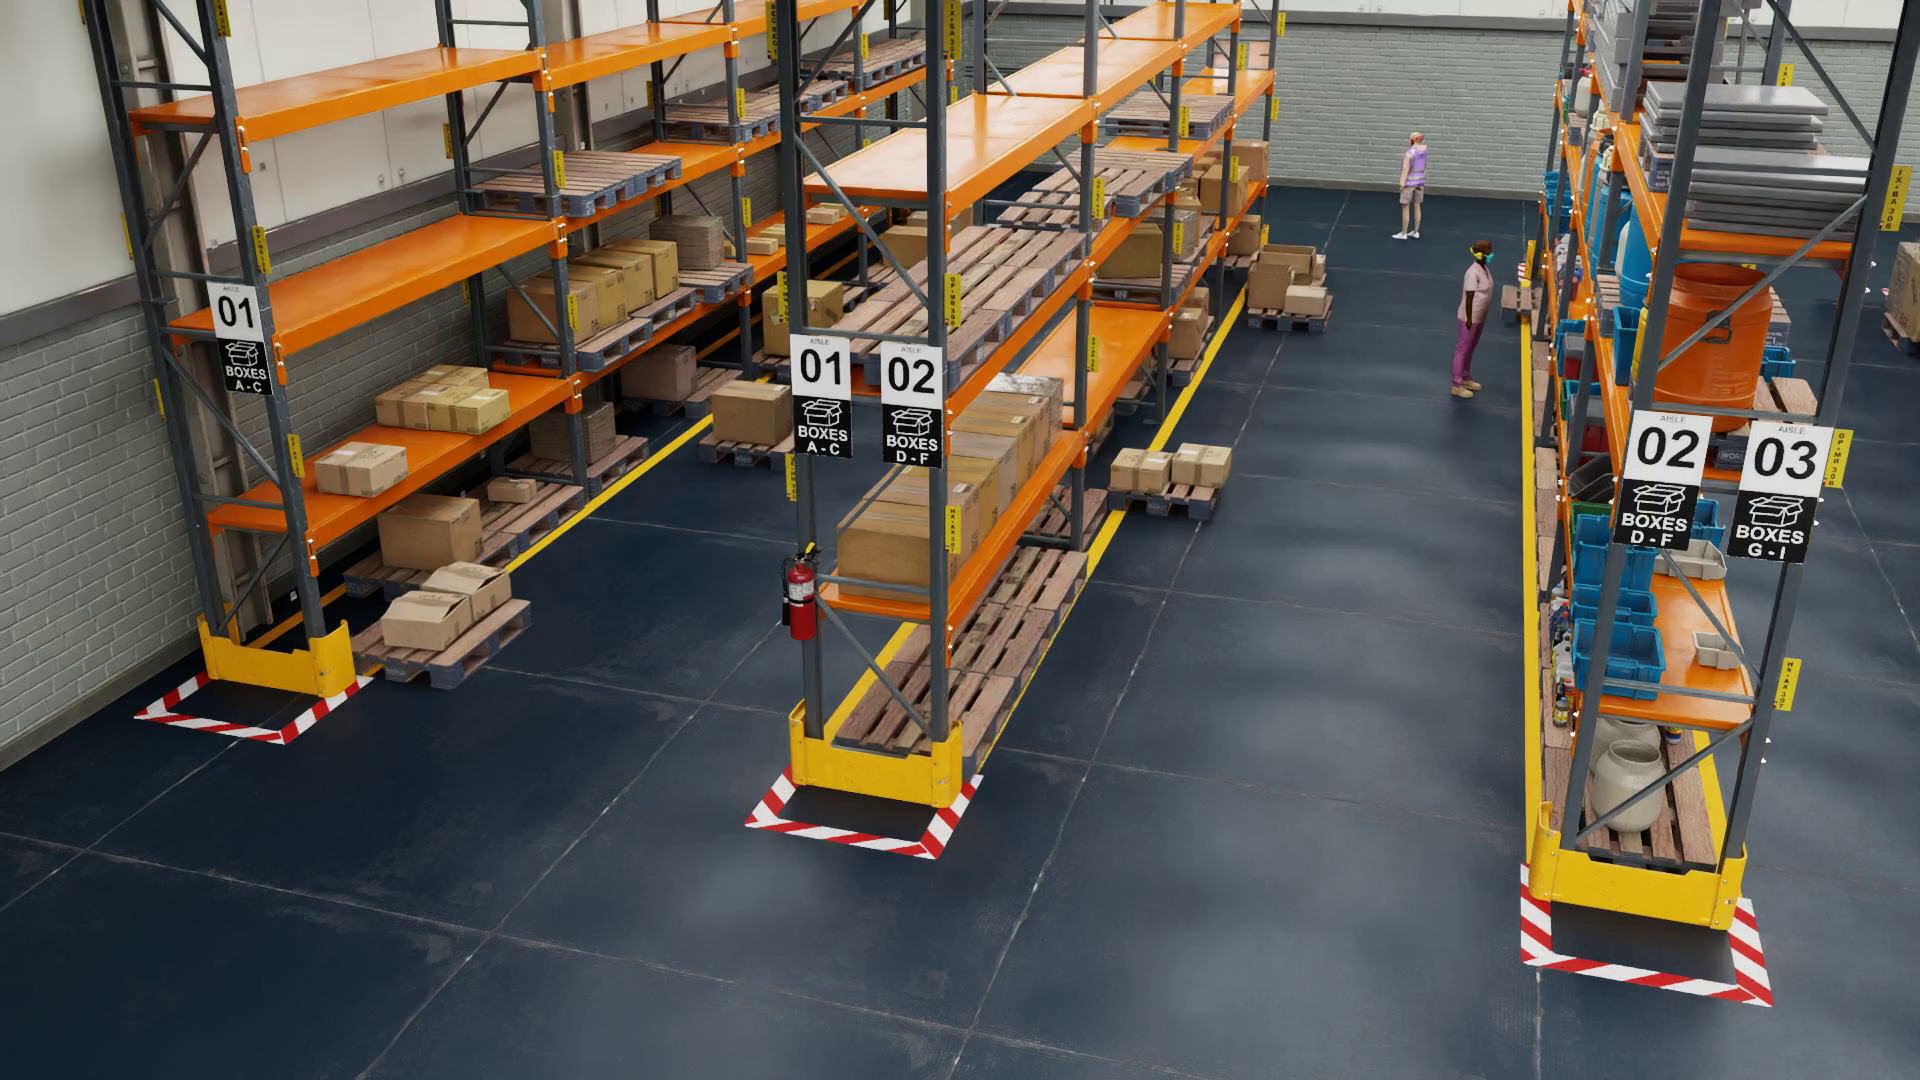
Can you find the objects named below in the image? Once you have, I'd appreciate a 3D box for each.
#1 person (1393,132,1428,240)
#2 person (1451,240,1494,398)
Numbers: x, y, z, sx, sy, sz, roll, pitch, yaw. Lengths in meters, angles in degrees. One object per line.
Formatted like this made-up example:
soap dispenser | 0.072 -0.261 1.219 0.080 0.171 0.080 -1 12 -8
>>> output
person | 7.181 -5.619 26.414 0.491 1.688 0.348 -13 27 -28
person | 5.928 -2.562 19.181 0.332 1.801 0.515 15 27 30
